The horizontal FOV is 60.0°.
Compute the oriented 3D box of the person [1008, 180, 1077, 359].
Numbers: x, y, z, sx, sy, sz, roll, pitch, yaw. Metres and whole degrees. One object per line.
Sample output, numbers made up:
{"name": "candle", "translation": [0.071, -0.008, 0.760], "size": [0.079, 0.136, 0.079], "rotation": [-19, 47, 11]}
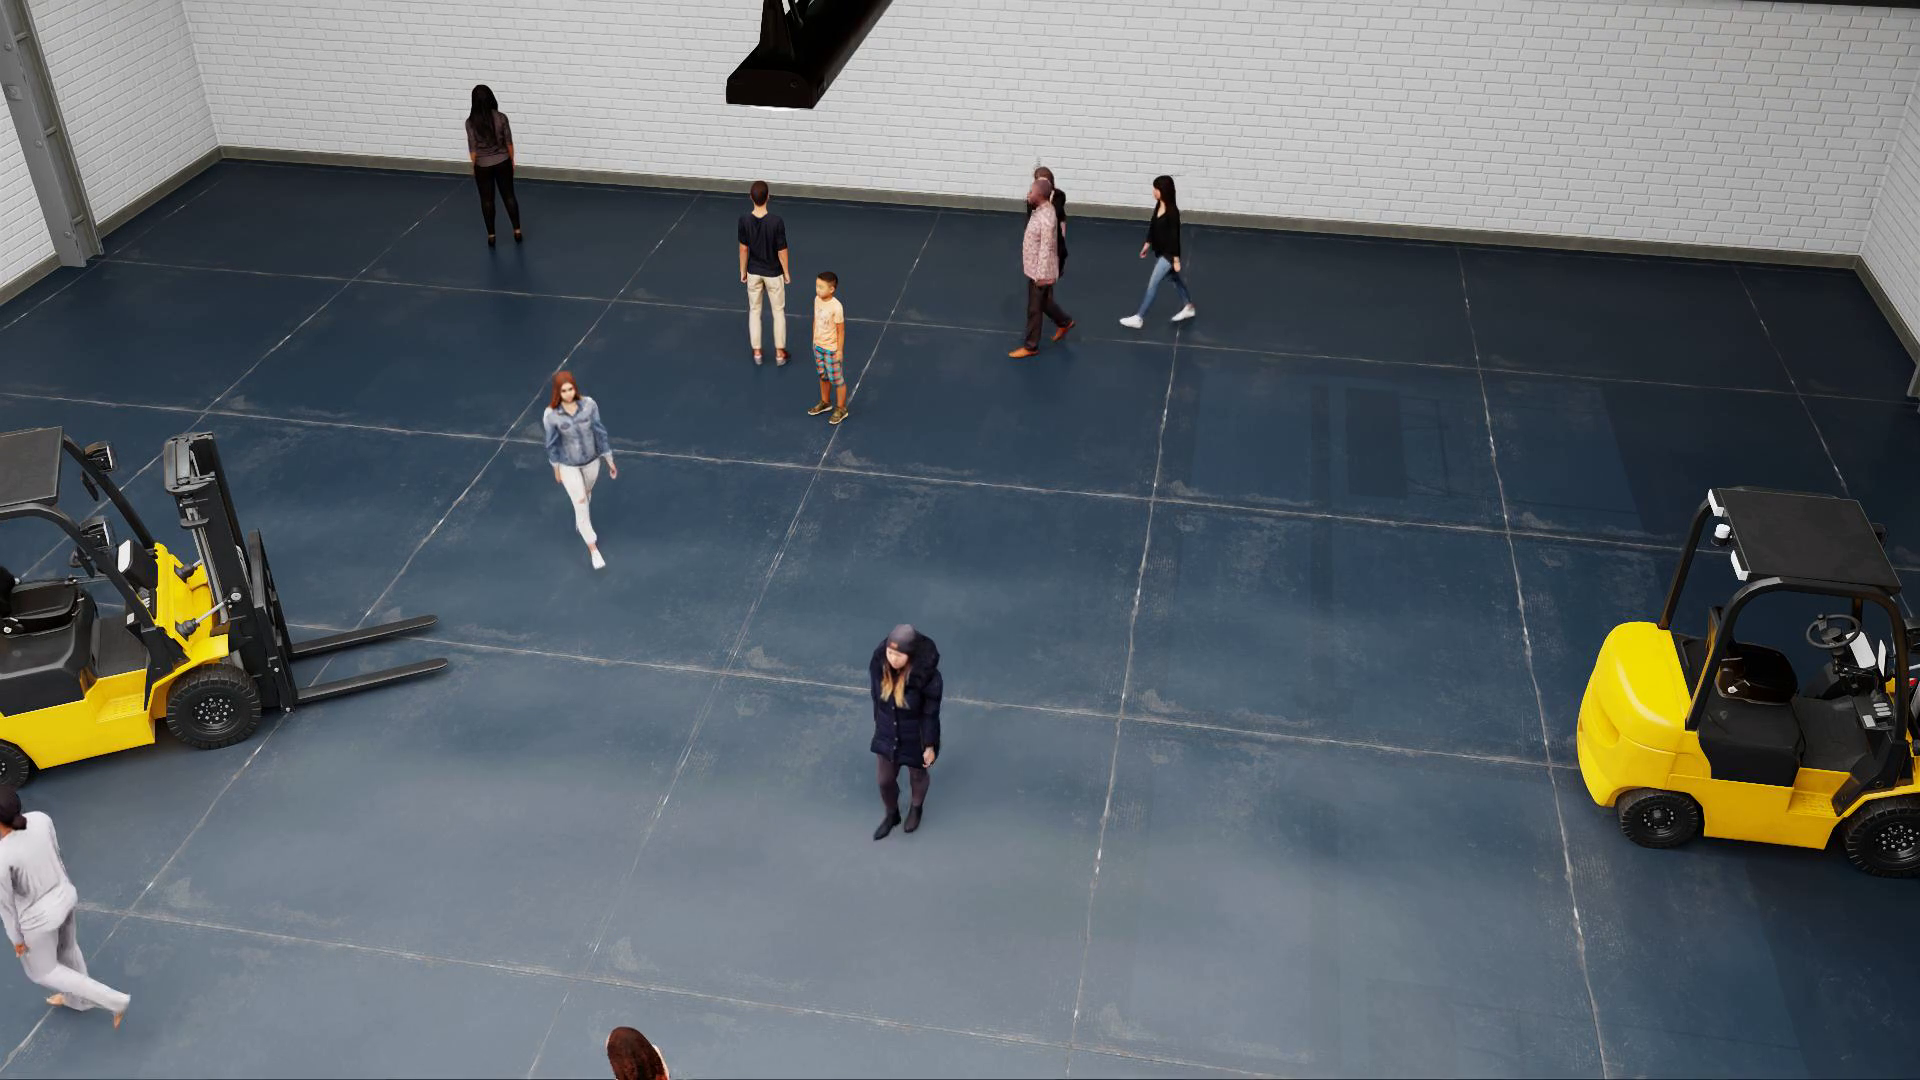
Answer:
{"name": "person", "translation": [0.876, -2.710, 16.393], "size": [0.938, 1.809, 0.995], "rotation": [-2, 34, -4]}

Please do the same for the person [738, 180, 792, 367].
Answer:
{"name": "person", "translation": [-1.894, -2.590, 16.172], "size": [0.643, 1.852, 0.557], "rotation": [4, 34, 6]}

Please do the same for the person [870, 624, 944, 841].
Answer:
{"name": "person", "translation": [-0.298, 1.222, 10.706], "size": [0.734, 1.555, 0.758], "rotation": [12, 36, 18]}

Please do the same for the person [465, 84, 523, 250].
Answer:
{"name": "person", "translation": [-5.199, -4.159, 18.546], "size": [0.745, 1.838, 0.776], "rotation": [-14, 36, -20]}

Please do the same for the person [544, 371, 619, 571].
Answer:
{"name": "person", "translation": [-3.098, -0.641, 13.417], "size": [1.061, 1.656, 1.138], "rotation": [-20, 39, -27]}

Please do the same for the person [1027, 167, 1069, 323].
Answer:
{"name": "person", "translation": [0.842, -3.035, 16.997], "size": [0.814, 1.681, 0.888], "rotation": [-19, 38, -26]}

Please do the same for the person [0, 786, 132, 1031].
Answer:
{"name": "person", "translation": [-5.045, 2.074, 9.277], "size": [0.687, 1.718, 0.817], "rotation": [6, 34, 9]}

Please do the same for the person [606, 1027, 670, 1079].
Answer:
{"name": "person", "translation": [-1.486, 2.948, 8.199], "size": [0.775, 1.456, 0.842], "rotation": [16, 37, 23]}

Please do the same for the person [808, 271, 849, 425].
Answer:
{"name": "person", "translation": [-1.208, -1.797, 15.333], "size": [0.603, 1.461, 0.632], "rotation": [27, 42, 34]}

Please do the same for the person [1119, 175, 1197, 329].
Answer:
{"name": "person", "translation": [2.173, -2.923, 16.897], "size": [0.907, 1.604, 1.095], "rotation": [-8, 35, -12]}
